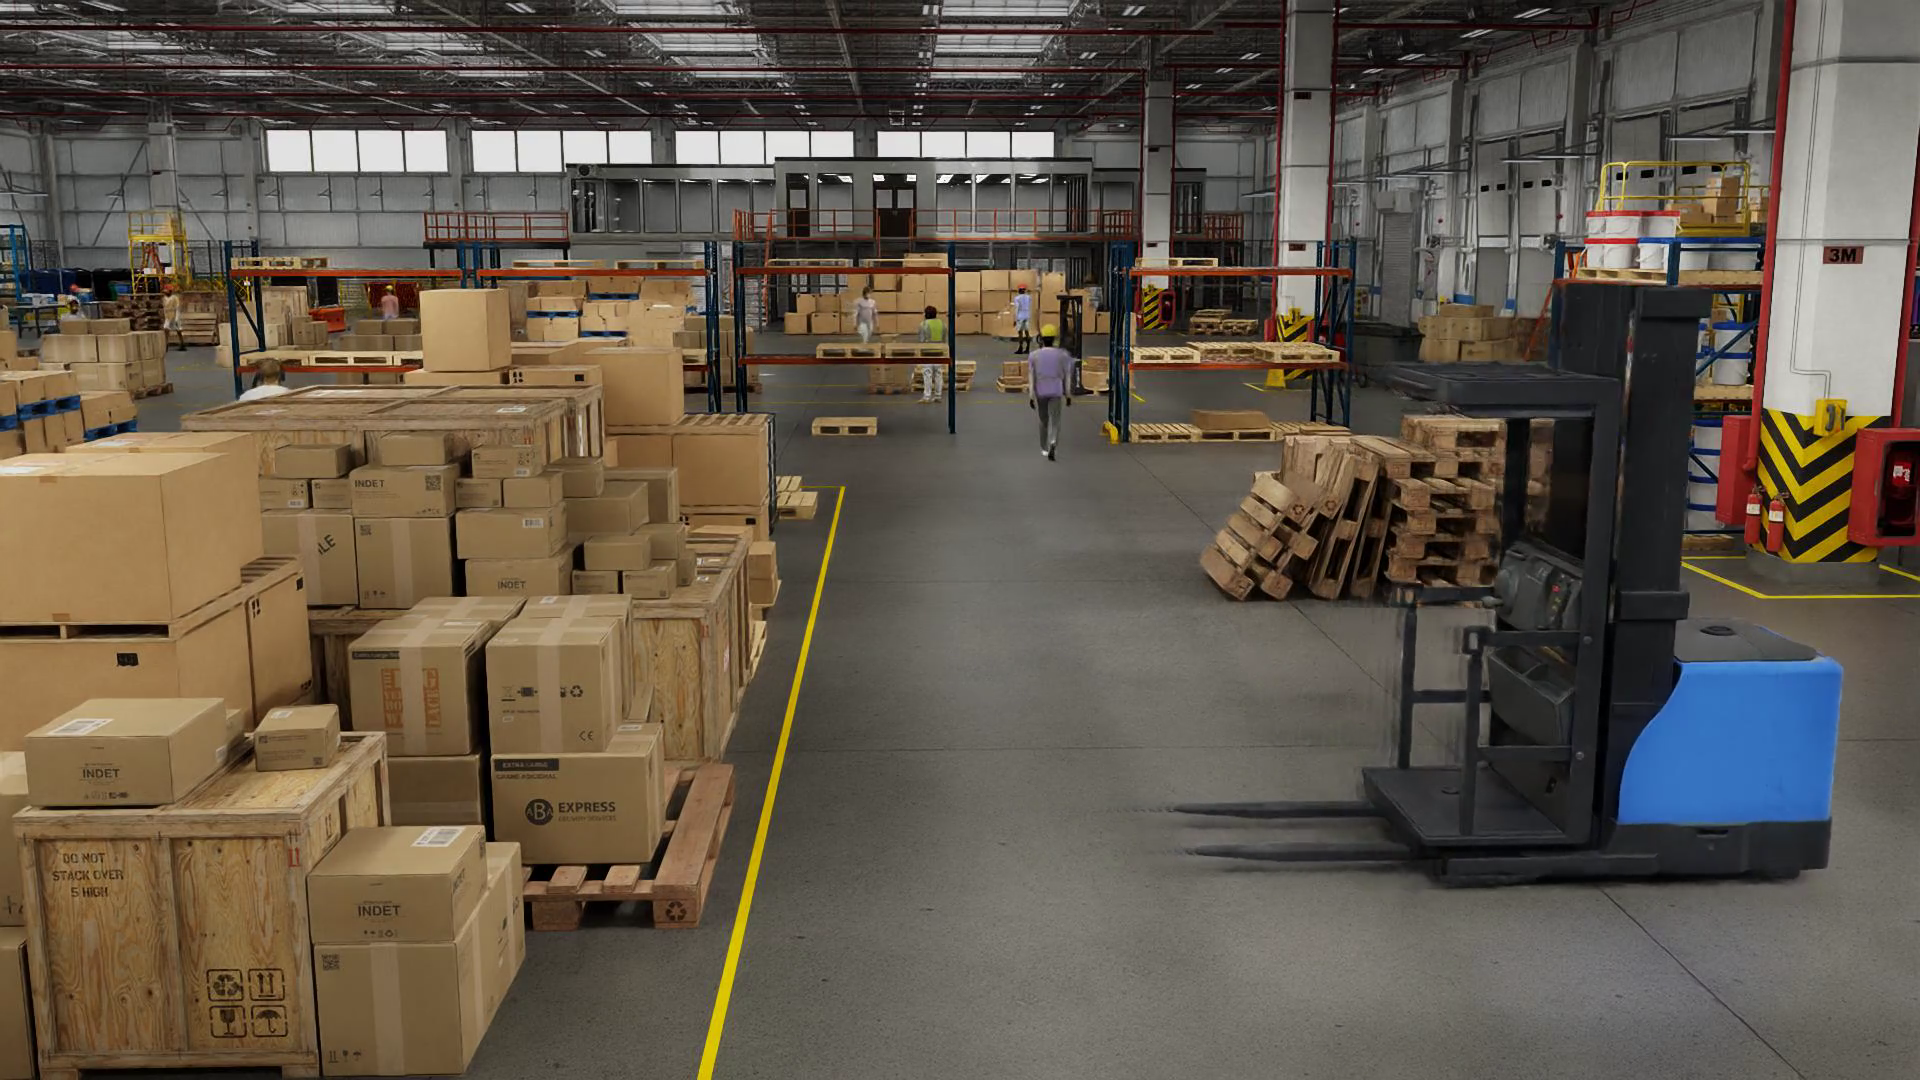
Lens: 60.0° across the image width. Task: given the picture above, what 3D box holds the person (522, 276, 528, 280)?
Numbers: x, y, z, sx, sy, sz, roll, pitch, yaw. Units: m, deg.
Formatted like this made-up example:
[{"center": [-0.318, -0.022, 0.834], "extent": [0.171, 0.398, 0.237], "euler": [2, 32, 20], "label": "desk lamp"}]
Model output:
[{"center": [-16.575, -9.251, 63.490], "extent": [0.518, 1.820, 0.805], "euler": [-7, 12, -32], "label": "person"}]

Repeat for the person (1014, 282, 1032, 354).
[{"center": [1.683, -6.002, 45.043], "extent": [0.545, 1.939, 0.373], "euler": [-6, 12, -31], "label": "person"}]

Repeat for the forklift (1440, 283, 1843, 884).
[{"center": [3.202, 0.154, 8.121], "extent": [1.873, 2.768, 1.129], "euler": [0, 10, -2], "label": "forklift"}]

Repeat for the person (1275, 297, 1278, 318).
[{"center": [7.410, -4.766, 38.336], "extent": [0.389, 1.878, 0.675], "euler": [6, 12, 30], "label": "person"}]

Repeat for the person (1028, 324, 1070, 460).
[{"center": [1.247, -2.077, 23.305], "extent": [0.593, 1.904, 0.864], "euler": [1, 10, 4], "label": "person"}]

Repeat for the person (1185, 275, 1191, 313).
[{"center": [9.694, -10.720, 71.165], "extent": [0.375, 1.995, 0.611], "euler": [2, 10, 8], "label": "person"}]

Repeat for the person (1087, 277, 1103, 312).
[{"center": [4.651, -8.165, 57.395], "extent": [0.573, 1.835, 0.995], "euler": [6, 12, 30], "label": "person"}]

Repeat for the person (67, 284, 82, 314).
[{"center": [-23.848, -5.925, 44.774], "extent": [0.604, 1.890, 0.428], "euler": [9, 14, 42], "label": "person"}]

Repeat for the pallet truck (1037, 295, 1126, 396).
[{"center": [2.483, -3.881, 33.060], "extent": [1.885, 1.965, 0.823], "euler": [-7, 13, -36], "label": "pallet truck"}]

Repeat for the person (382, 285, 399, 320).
[{"center": [-16.854, -6.677, 49.325], "extent": [0.528, 1.747, 0.598], "euler": [0, 10, 2], "label": "person"}]

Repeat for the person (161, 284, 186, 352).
[{"center": [-21.662, -6.089, 45.704], "extent": [0.559, 1.878, 1.044], "euler": [2, 10, 9], "label": "person"}]

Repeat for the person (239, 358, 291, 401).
[{"center": [-6.587, -0.791, 16.074], "extent": [0.642, 1.921, 0.577], "euler": [0, 10, 0], "label": "person"}]

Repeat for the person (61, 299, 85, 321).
[{"center": [-18.901, -4.225, 35.483], "extent": [0.907, 1.829, 0.524], "euler": [7, 12, 34], "label": "person"}]

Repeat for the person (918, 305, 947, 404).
[{"center": [-0.549, -3.474, 31.224], "extent": [0.629, 1.846, 0.429], "euler": [-8, 13, -39], "label": "person"}]

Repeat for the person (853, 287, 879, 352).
[{"center": [-2.334, -5.357, 41.563], "extent": [0.650, 1.906, 0.852], "euler": [-8, 13, -37], "label": "person"}]

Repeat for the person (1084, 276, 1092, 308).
[{"center": [4.777, -8.958, 62.052], "extent": [0.311, 1.744, 0.486], "euler": [7, 13, 36], "label": "person"}]

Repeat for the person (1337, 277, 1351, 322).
[{"center": [13.302, -8.168, 57.457], "extent": [0.639, 1.813, 0.625], "euler": [-10, 14, -43], "label": "person"}]
